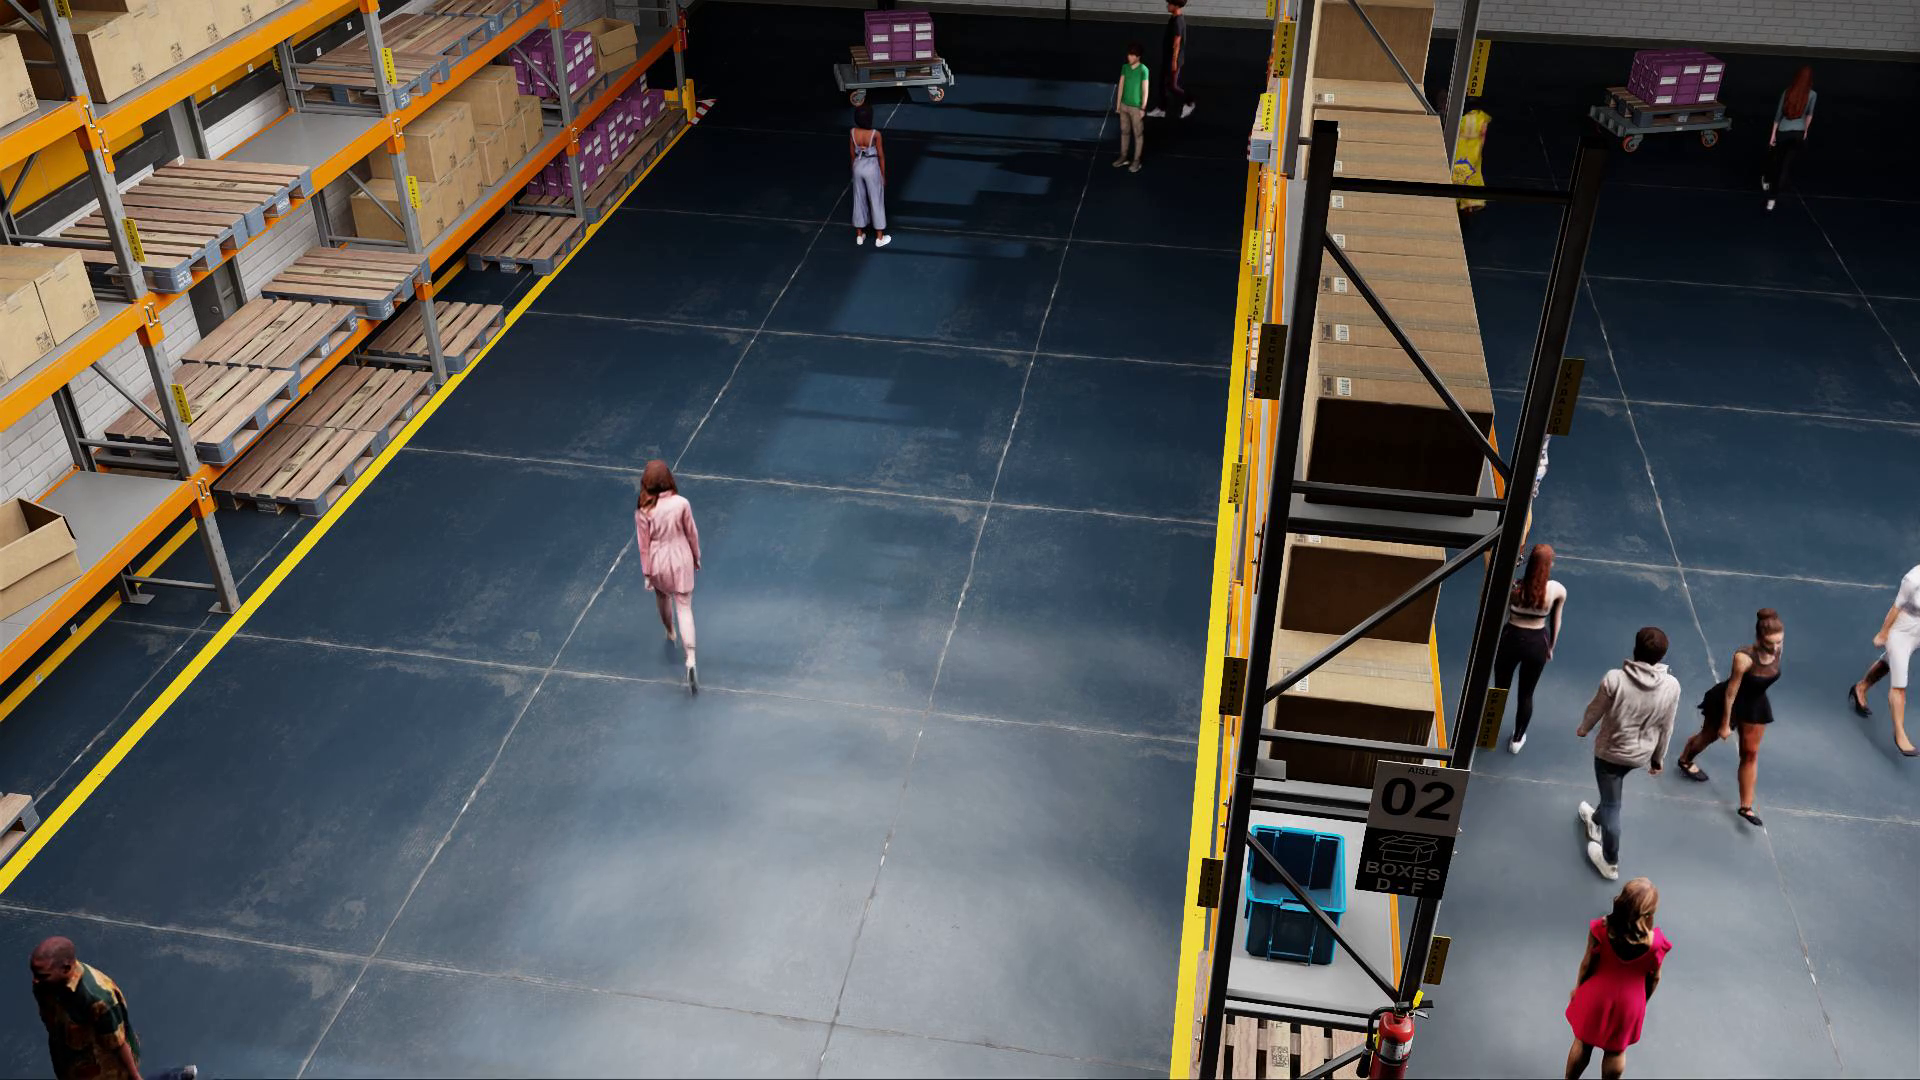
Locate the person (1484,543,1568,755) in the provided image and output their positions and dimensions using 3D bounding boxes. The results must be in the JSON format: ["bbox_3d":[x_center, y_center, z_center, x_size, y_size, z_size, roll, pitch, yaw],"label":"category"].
[{"bbox_3d":[3.976,0.771,11.774,0.596,1.742,0.516,8,34,12],"label":"person"}]

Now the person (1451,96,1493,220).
[{"bbox_3d":[6.045,-4.561,19.881,0.855,1.648,0.999,-3,34,-5],"label":"person"}]

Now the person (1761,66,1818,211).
[{"bbox_3d":[10.117,-4.870,20.297,0.741,1.702,1.119,13,36,19],"label":"person"}]

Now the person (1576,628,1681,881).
[{"bbox_3d":[4.298,1.433,10.707,0.823,1.821,1.004,-3,34,-5],"label":"person"}]

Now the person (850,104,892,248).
[{"bbox_3d":[-1.073,-4.255,19.377,0.611,1.696,0.571,11,35,16],"label":"person"}]

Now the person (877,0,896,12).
[{"bbox_3d":[-1.182,-8.834,26.488,0.627,1.451,0.592,14,36,20],"label":"person"}]

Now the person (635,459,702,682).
[{"bbox_3d":[-2.164,0.270,12.506,0.989,1.767,1.203,-10,35,-15],"label":"person"}]

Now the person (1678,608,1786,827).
[{"bbox_3d":[5.285,1.087,11.395,0.921,1.635,1.124,-14,36,-20],"label":"person"}]

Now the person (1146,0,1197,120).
[{"bbox_3d":[3.009,-6.681,22.962,0.824,1.768,0.915,-1,34,-2],"label":"person"}]

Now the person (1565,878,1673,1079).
[{"bbox_3d":[3.584,2.524,9.148,0.605,1.728,0.588,12,35,17],"label":"person"}]

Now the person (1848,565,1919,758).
[{"bbox_3d":[6.786,0.637,12.010,0.868,1.704,1.139,-7,34,-11],"label":"person"}]

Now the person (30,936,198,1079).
[{"bbox_3d":[-4.489,2.706,8.822,0.880,1.788,1.146,15,36,21],"label":"person"}]

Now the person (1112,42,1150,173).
[{"bbox_3d":[2.233,-5.606,21.449,0.666,1.653,0.674,24,40,31],"label":"person"}]
